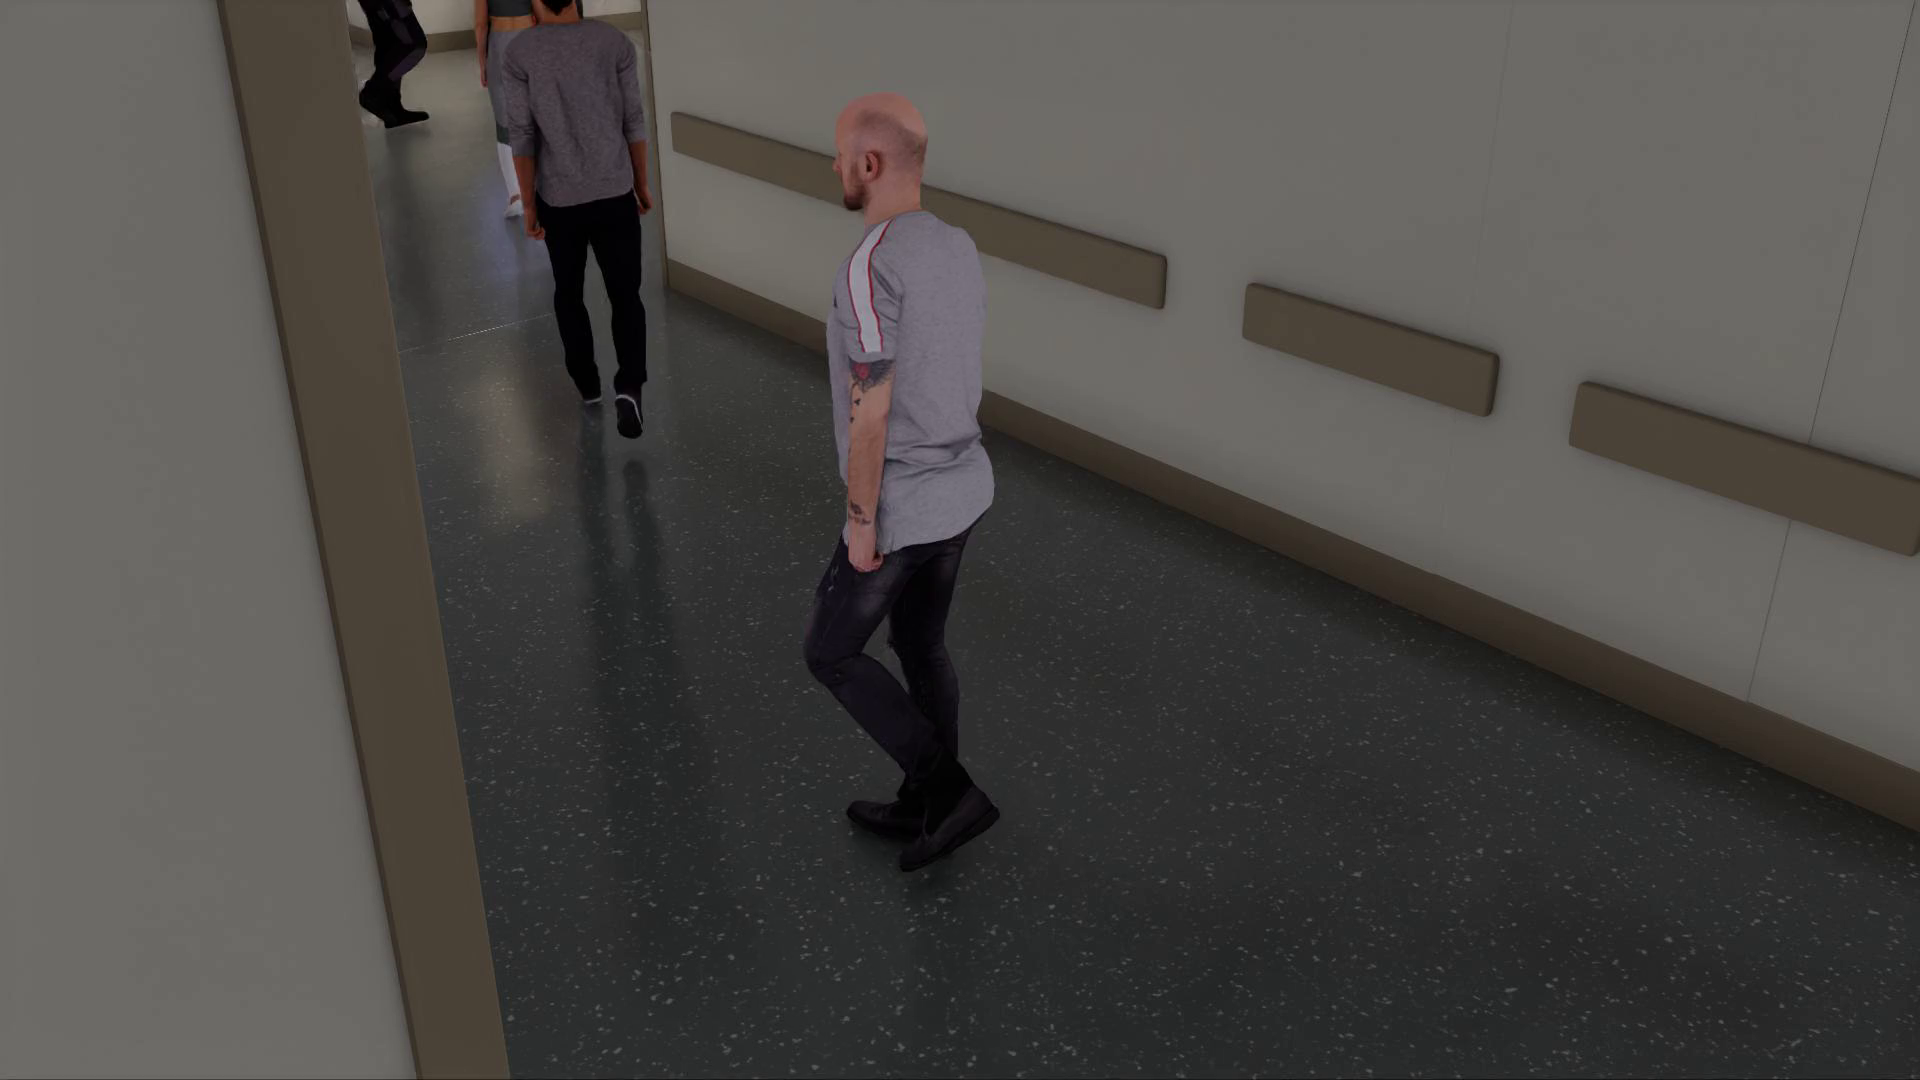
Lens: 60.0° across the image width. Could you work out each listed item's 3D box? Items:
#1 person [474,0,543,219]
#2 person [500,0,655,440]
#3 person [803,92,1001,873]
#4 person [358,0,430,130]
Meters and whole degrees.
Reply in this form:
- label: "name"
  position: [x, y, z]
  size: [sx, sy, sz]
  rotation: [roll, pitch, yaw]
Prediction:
- label: "person"
  position: [-2.454, -2.631, 9.213]
  size: [0.723, 1.705, 0.762]
  rotation: [-8, 27, -16]
- label: "person"
  position: [-1.396, -1.271, 6.264]
  size: [1.170, 1.817, 1.068]
  rotation: [-6, 26, -12]
- label: "person"
  position: [-0.036, -0.056, 3.750]
  size: [0.904, 1.812, 0.808]
  rotation: [11, 28, 22]
- label: "person"
  position: [-4.004, -3.736, 11.282]
  size: [0.781, 1.899, 0.723]
  rotation: [-17, 30, -31]
